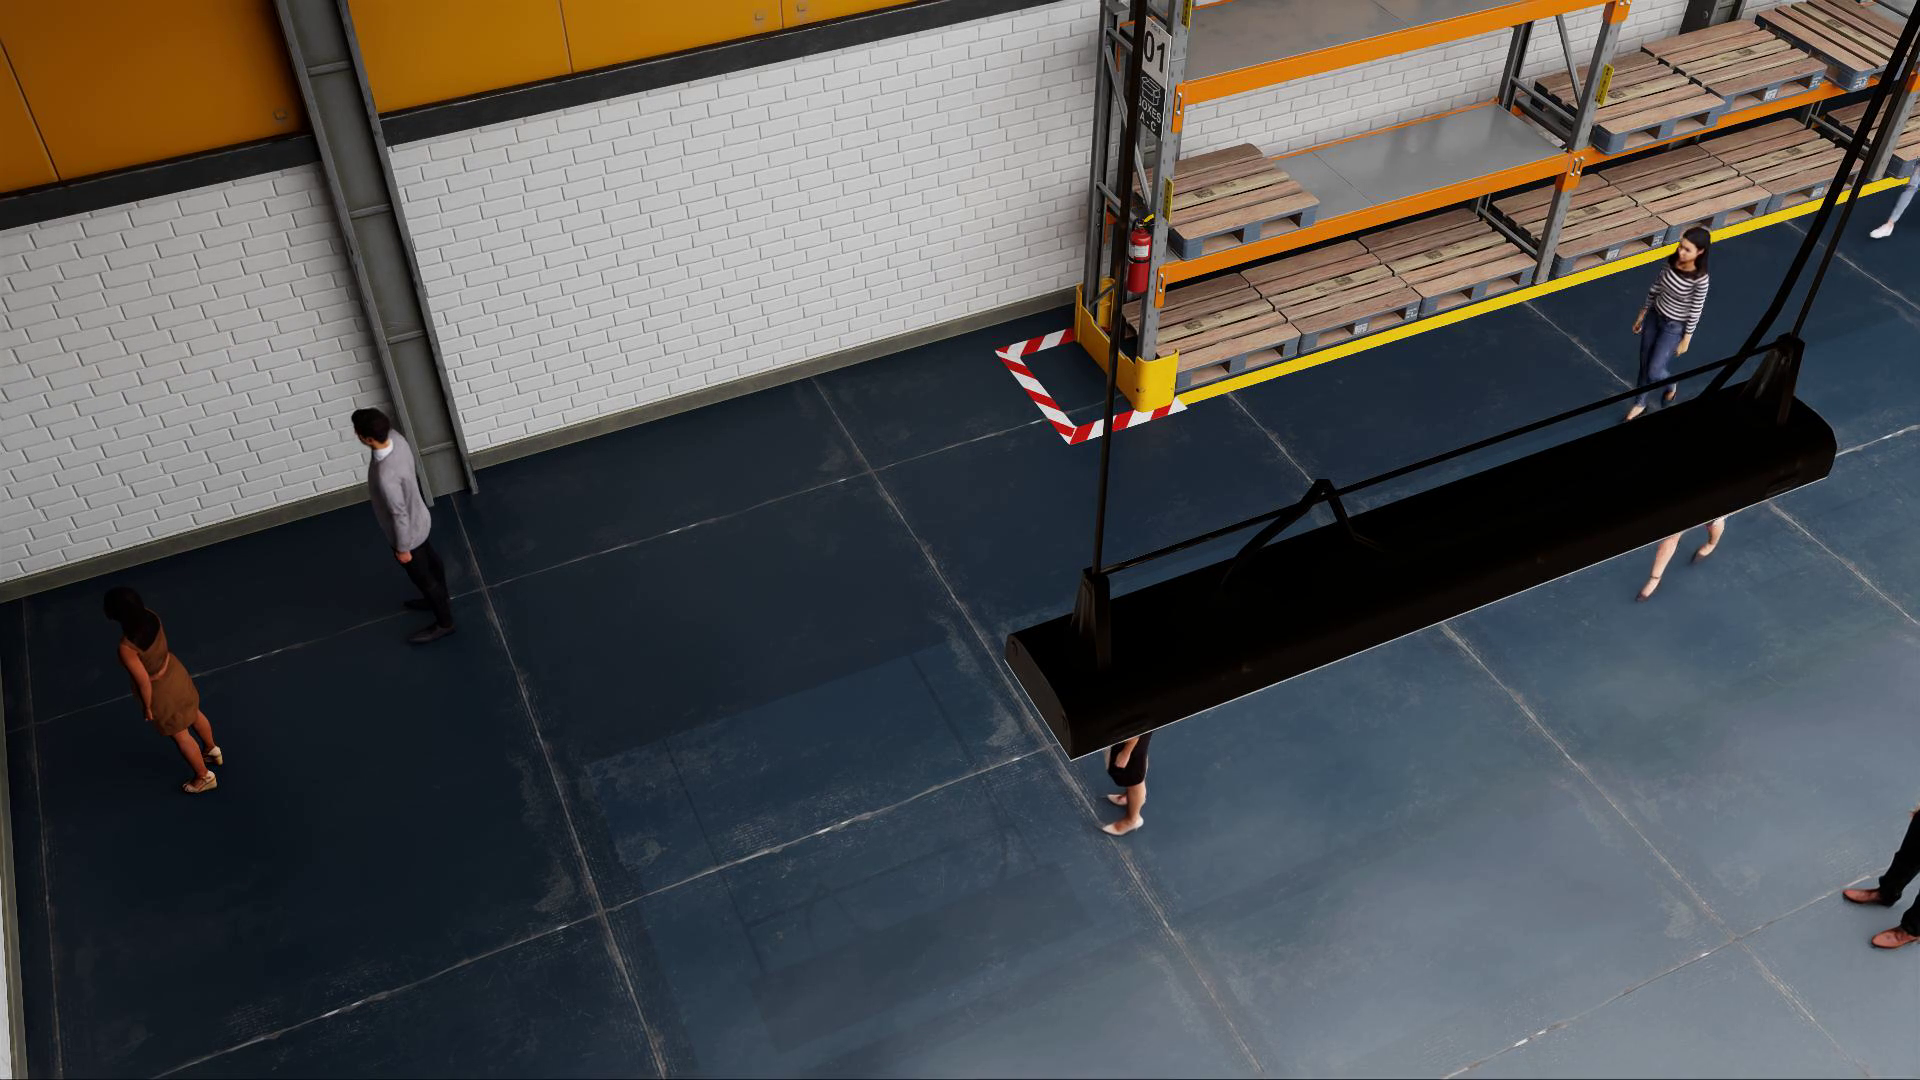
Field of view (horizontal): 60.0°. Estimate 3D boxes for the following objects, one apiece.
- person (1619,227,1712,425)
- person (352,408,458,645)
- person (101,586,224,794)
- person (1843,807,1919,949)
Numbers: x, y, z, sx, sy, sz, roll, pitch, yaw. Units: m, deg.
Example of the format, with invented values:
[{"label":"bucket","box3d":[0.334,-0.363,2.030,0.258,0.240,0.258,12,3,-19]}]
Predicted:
[{"label":"person","box3d":[5.432,-1.622,12.651,0.705,1.782,0.591,-17,46,-17]},{"label":"person","box3d":[-3.645,-0.115,10.969,0.684,1.920,0.784,-10,45,-10]},{"label":"person","box3d":[-4.826,0.896,10.074,0.618,1.690,0.624,-2,44,-2]},{"label":"person","box3d":[5.503,1.630,9.259,0.704,1.752,0.729,-4,44,-4]}]
